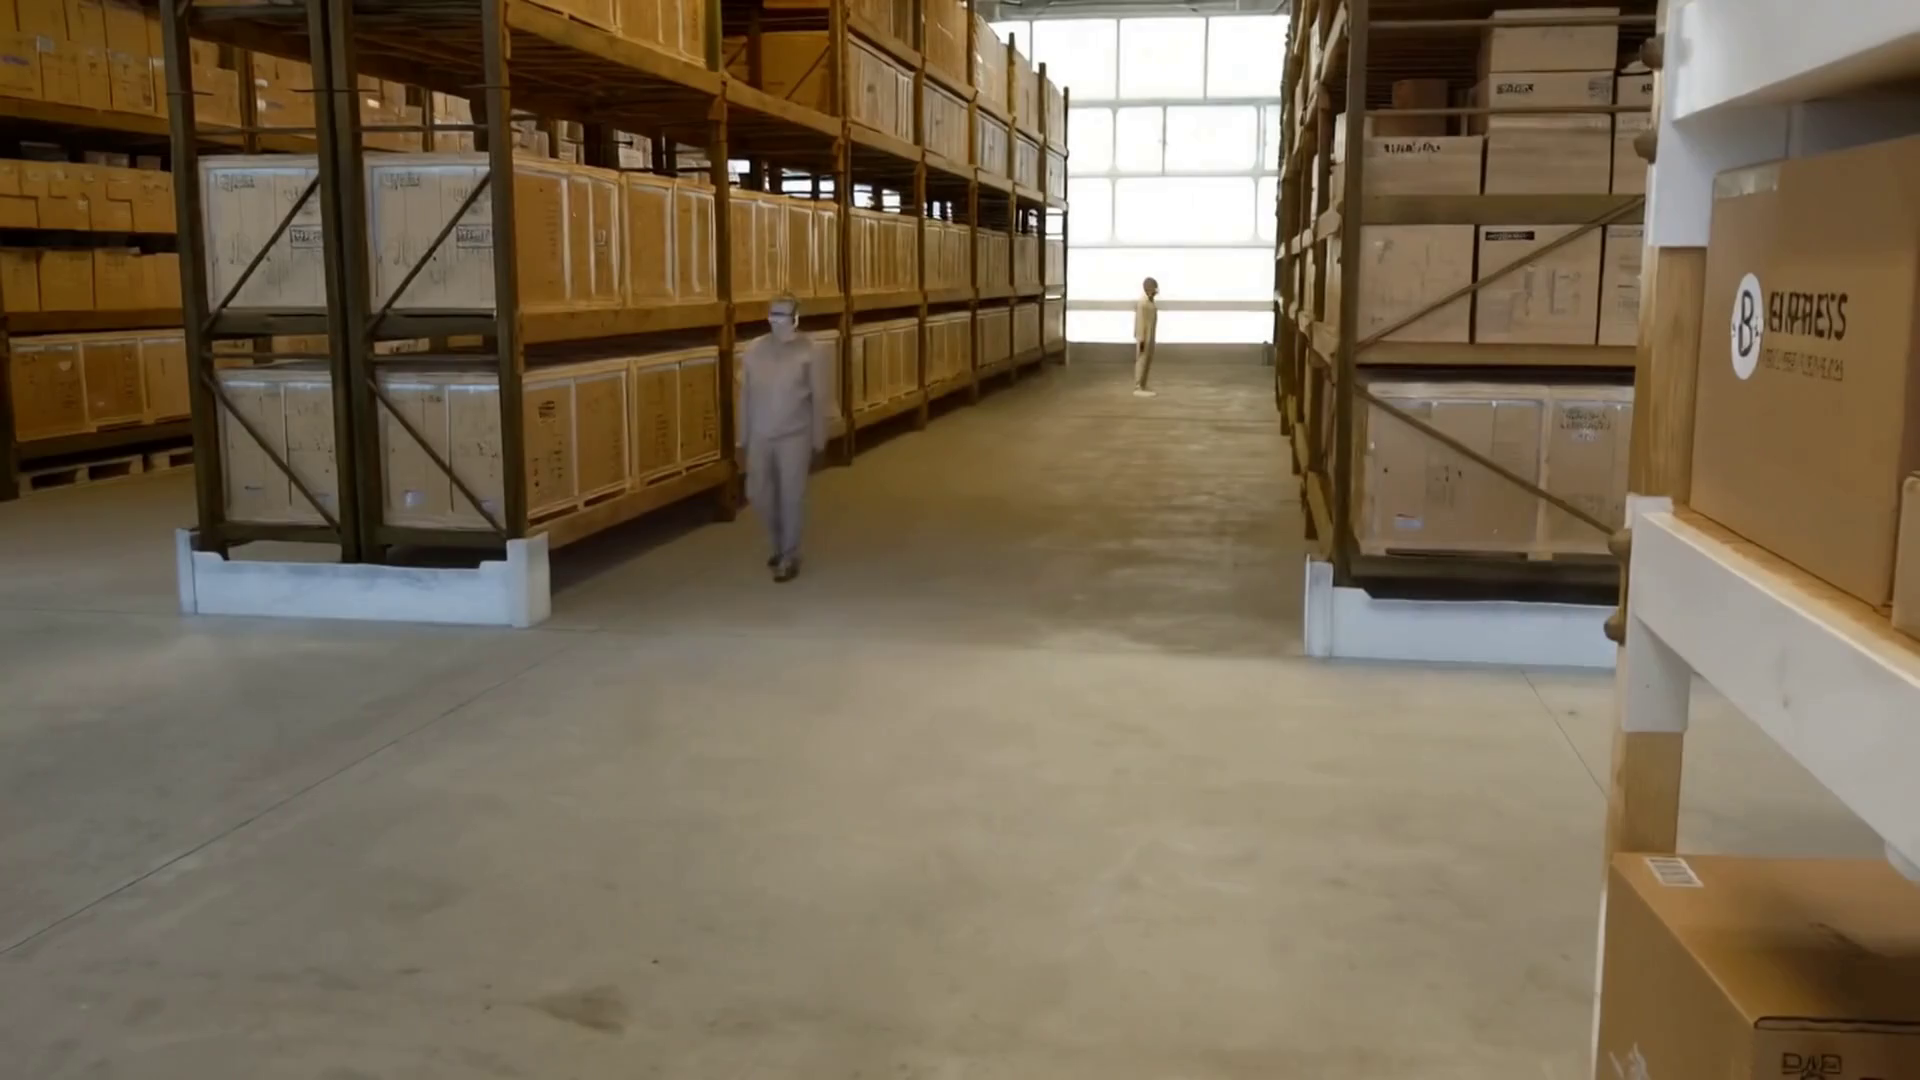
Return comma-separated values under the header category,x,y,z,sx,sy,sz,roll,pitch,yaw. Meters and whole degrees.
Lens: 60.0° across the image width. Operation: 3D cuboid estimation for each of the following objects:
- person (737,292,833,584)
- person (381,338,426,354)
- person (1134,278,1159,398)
category,x,y,z,sx,sy,sz,roll,pitch,yaw
person,-1.152,-0.673,10.901,0.673,1.894,0.448,3,10,19
person,-6.741,-2.062,20.140,0.504,1.701,0.888,-2,9,-10
person,3.011,-3.256,26.843,0.367,1.931,0.636,4,10,25
